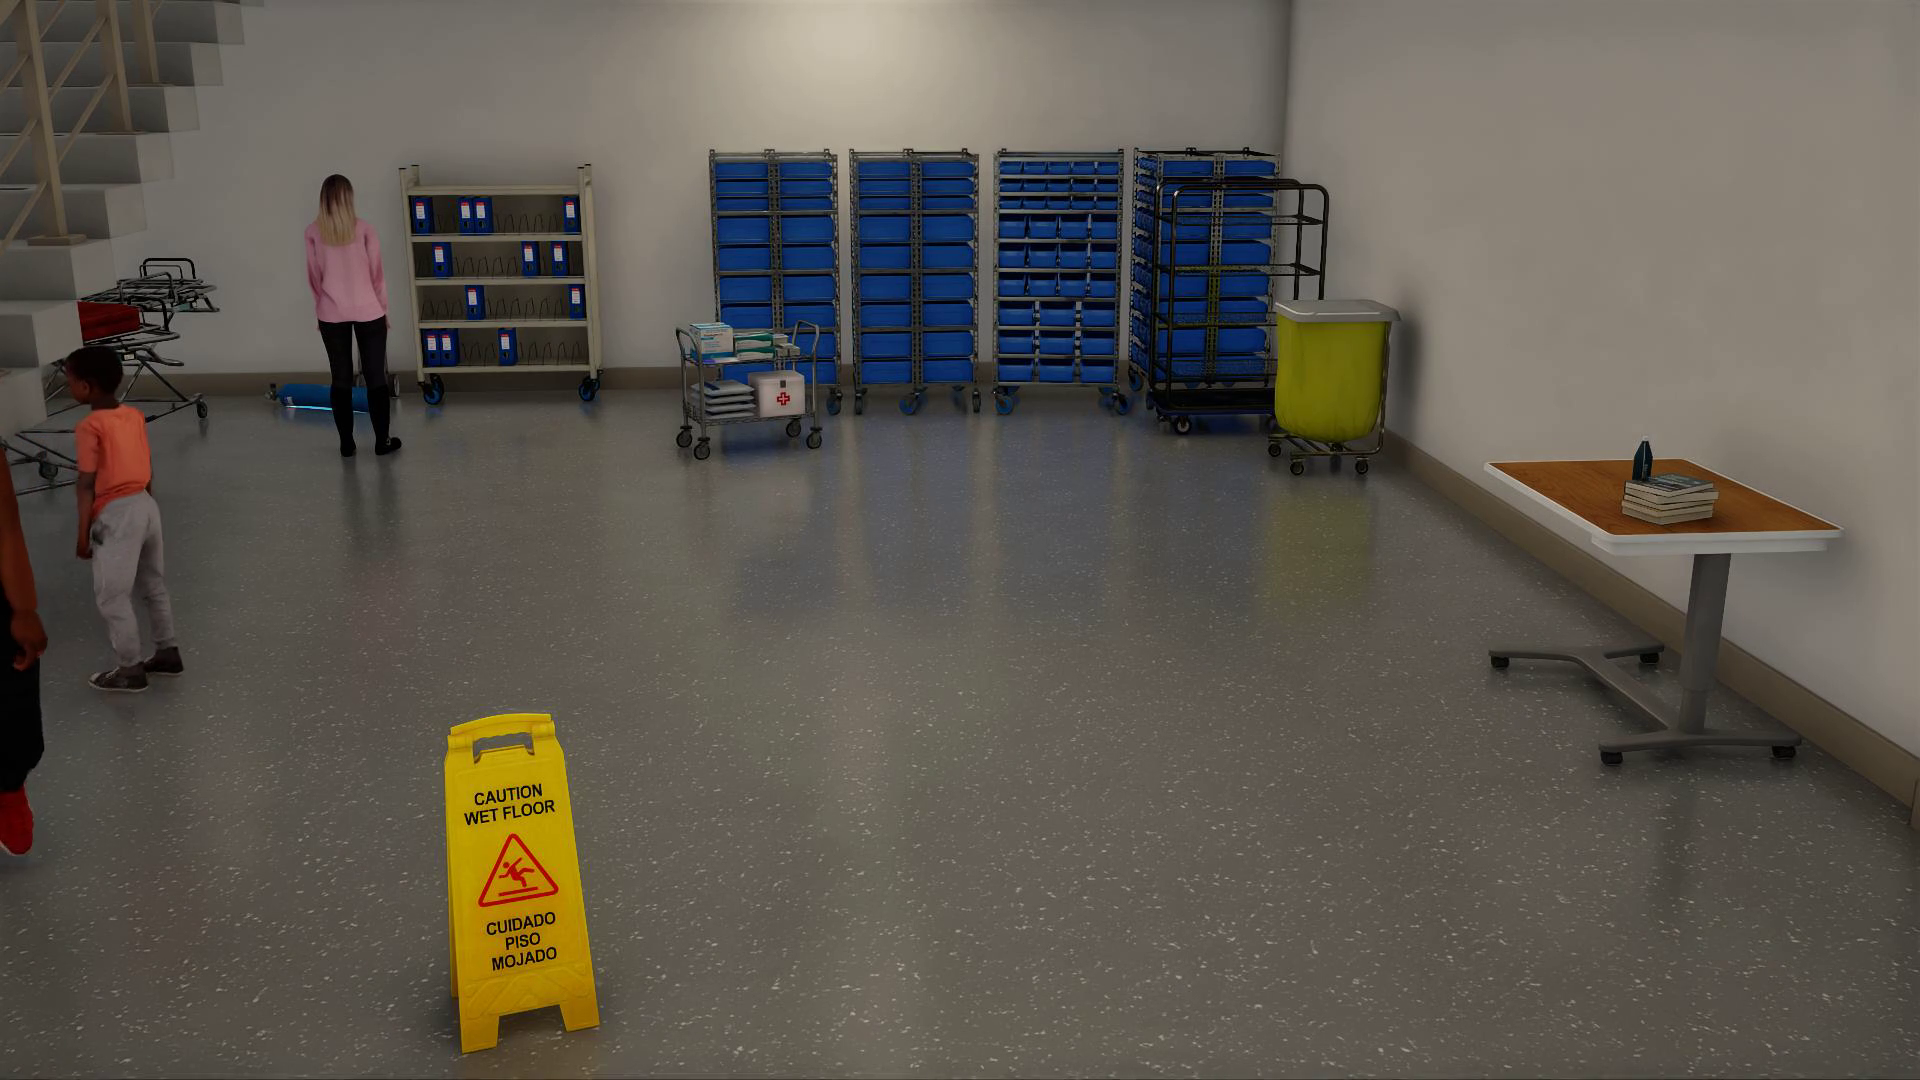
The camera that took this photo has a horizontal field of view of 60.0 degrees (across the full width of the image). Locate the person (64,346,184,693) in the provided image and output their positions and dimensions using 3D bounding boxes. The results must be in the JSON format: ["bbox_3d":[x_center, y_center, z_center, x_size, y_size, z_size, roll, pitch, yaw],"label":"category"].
[{"bbox_3d":[-3.120,-0.073,6.205,0.643,1.306,0.527,6,17,20],"label":"person"}]

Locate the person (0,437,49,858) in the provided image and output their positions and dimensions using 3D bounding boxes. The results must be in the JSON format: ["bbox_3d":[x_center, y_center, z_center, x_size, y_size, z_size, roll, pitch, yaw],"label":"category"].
[{"bbox_3d":[-2.668,0.199,4.345,0.935,1.791,1.176,-8,18,-27],"label":"person"}]

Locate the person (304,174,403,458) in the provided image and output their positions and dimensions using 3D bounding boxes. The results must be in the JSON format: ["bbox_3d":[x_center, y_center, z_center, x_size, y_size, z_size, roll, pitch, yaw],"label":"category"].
[{"bbox_3d":[-3.676,-1.353,10.038,0.591,1.688,0.529,-2,16,-6],"label":"person"}]
